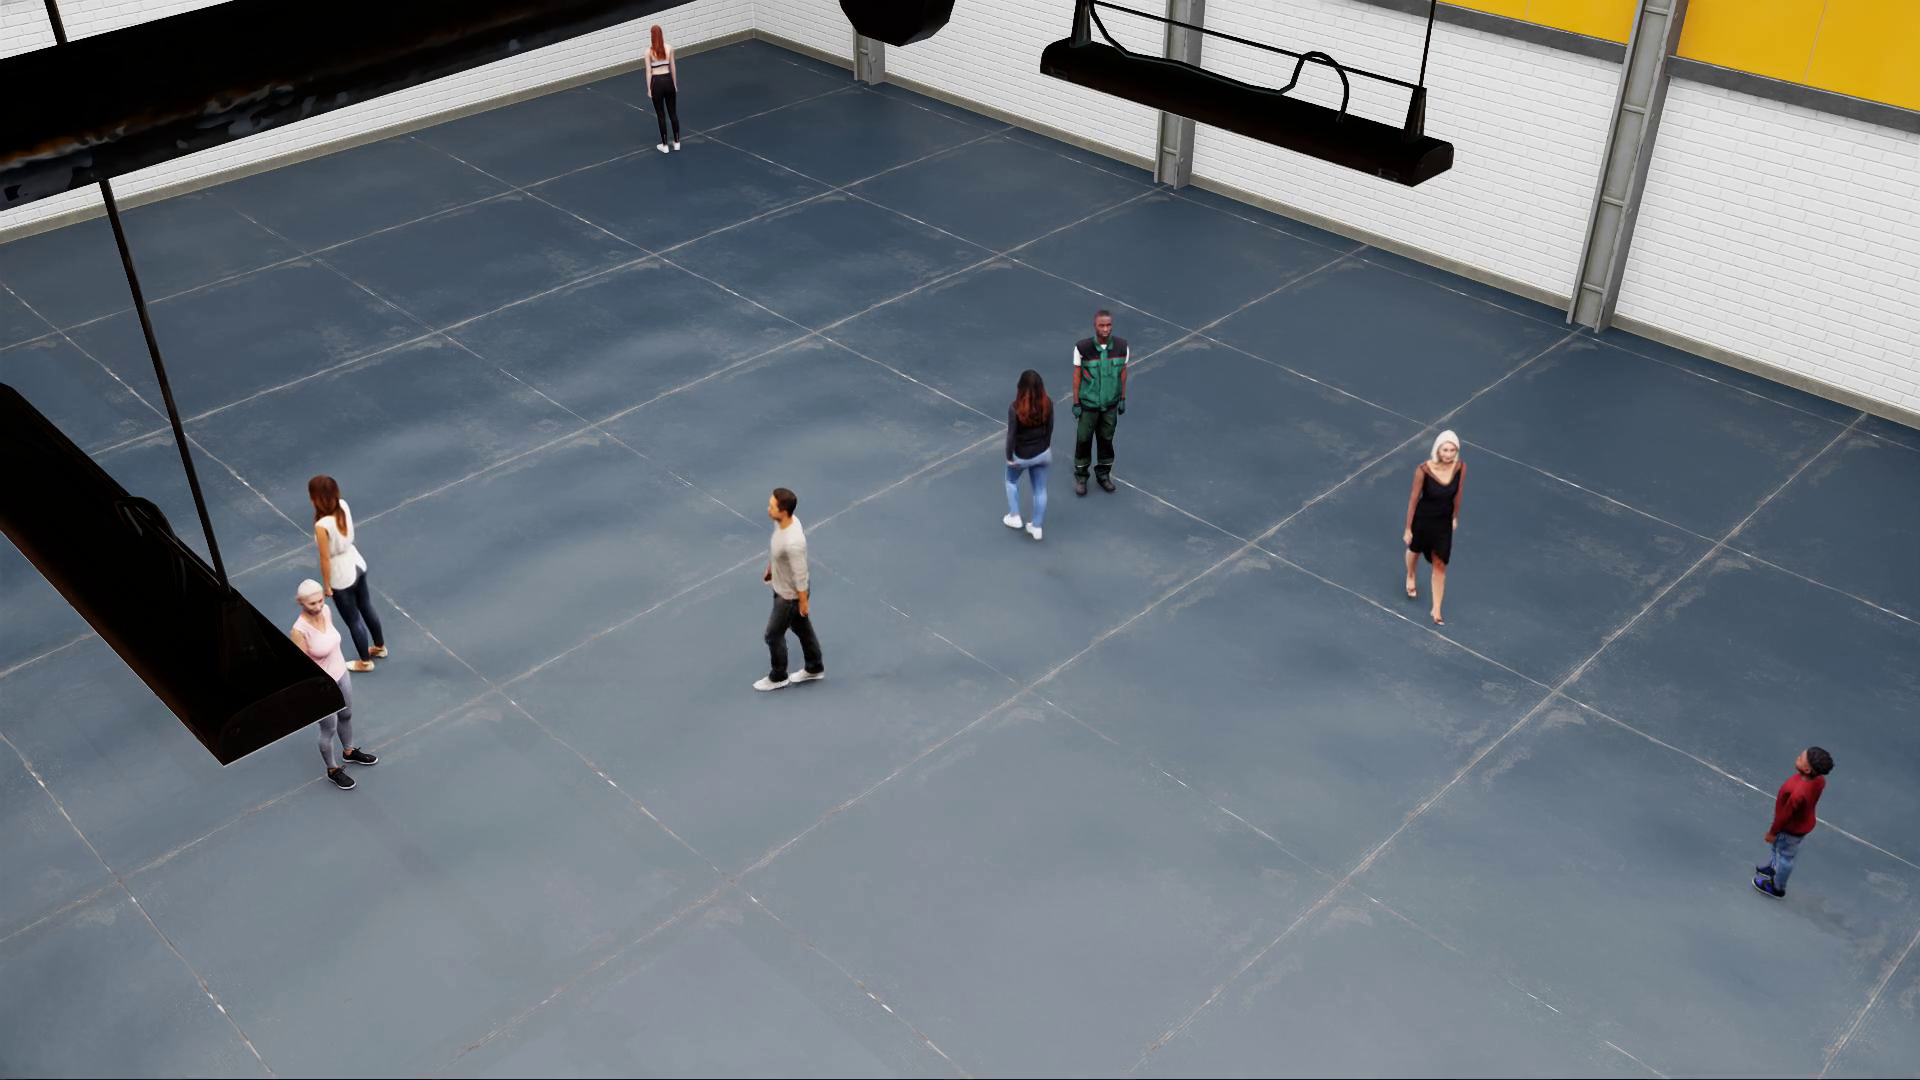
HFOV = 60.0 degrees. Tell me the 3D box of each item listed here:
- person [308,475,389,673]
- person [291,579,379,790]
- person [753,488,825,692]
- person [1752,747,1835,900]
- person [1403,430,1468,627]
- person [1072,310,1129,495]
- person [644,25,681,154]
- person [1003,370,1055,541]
[{"bbox_3d":[-4.797,0.259,13.065,0.696,1.784,0.679,7,34,10],"label":"person"},{"bbox_3d":[-4.572,1.000,12.007,0.636,1.720,0.632,10,35,15],"label":"person"},{"bbox_3d":[-1.224,0.371,12.887,0.950,1.794,0.906,-6,34,-9],"label":"person"},{"bbox_3d":[5.614,1.905,11.073,0.517,1.248,0.489,-26,42,-34],"label":"person"},{"bbox_3d":[3.889,-0.184,13.807,1.055,1.700,1.120,-1,34,-1],"label":"person"},{"bbox_3d":[1.275,-1.283,15.334,0.785,1.840,0.799,-7,34,-11],"label":"person"},{"bbox_3d":[-4.071,-6.195,22.815,0.645,1.740,0.617,-16,37,-23],"label":"person"},{"bbox_3d":[0.653,-0.724,14.690,0.753,1.622,0.790,-11,35,-16],"label":"person"}]
